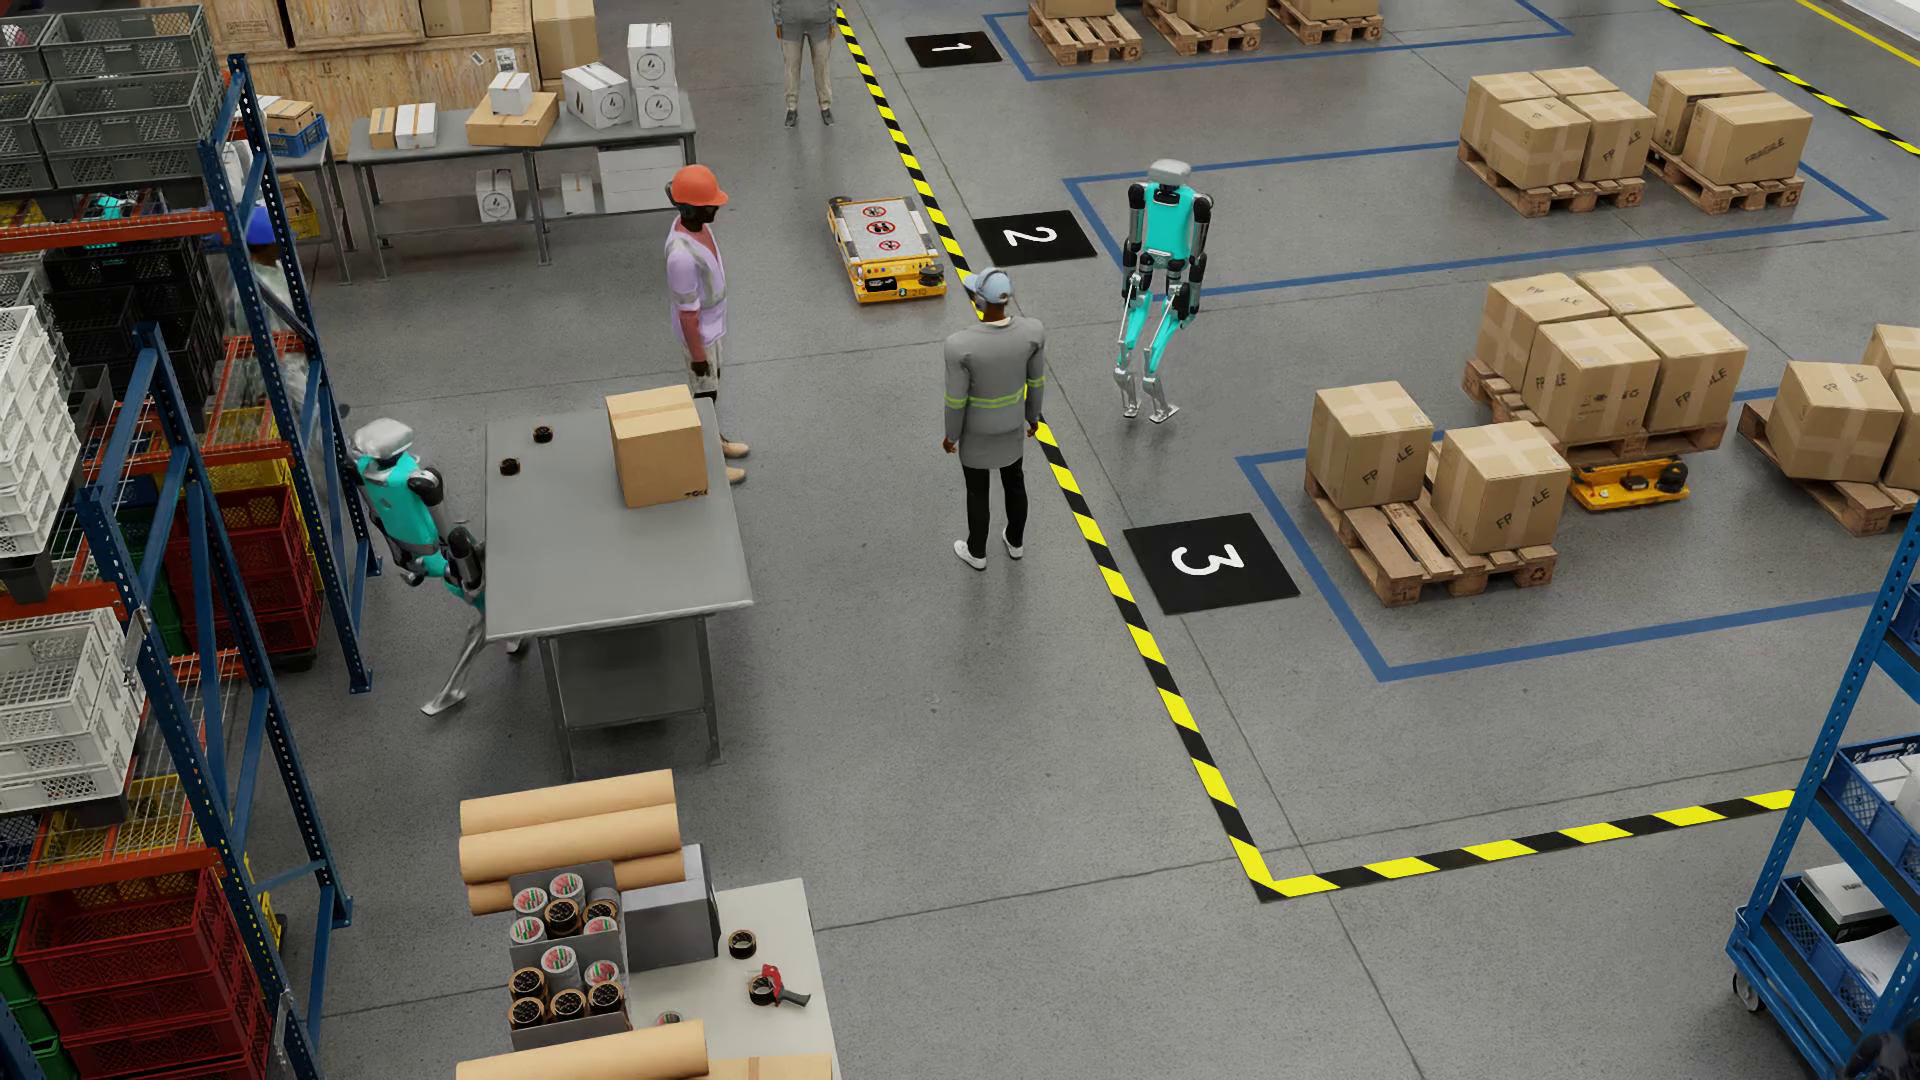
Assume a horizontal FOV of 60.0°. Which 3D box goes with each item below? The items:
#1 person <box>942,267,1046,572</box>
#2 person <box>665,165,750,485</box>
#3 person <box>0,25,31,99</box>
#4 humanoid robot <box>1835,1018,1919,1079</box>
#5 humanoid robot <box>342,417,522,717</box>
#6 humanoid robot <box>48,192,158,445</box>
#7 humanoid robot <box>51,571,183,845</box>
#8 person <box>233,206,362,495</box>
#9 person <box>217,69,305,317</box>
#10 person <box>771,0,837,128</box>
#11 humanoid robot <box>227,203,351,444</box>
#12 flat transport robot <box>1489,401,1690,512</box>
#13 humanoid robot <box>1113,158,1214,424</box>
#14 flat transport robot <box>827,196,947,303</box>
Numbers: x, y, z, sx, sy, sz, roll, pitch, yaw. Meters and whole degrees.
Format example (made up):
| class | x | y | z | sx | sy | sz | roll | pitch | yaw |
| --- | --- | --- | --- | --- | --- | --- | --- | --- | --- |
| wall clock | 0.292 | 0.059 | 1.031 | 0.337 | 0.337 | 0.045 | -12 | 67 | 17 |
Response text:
| class | x | y | z | sx | sy | sz | roll | pitch | yaw |
| --- | --- | --- | --- | --- | --- | --- | --- | --- | --- |
| person | 0.169 | -0.664 | 9.119 | 0.598 | 1.851 | 0.384 | -15 | 39 | -19 |
| person | -1.486 | -1.249 | 9.760 | 0.391 | 2.037 | 0.601 | 0 | 37 | 1 |
| person | -7.328 | -3.343 | 12.736 | 0.588 | 1.833 | 0.404 | -9 | 37 | -11 |
| humanoid robot | 2.976 | 2.142 | 5.507 | 0.630 | 1.641 | 0.601 | 3 | 37 | 4 |
| humanoid robot | -2.482 | 0.010 | 8.333 | 0.541 | 1.735 | 1.007 | 16 | 40 | 21 |
| humanoid robot | -5.084 | -1.314 | 10.003 | 0.534 | 1.695 | 0.730 | -5 | 37 | -6 |
| humanoid robot | -3.713 | 0.827 | 7.262 | 0.340 | 1.652 | 0.589 | -8 | 37 | -11 |
| person | -3.939 | -1.032 | 9.594 | 1.011 | 1.895 | 0.608 | -8 | 37 | -11 |
| person | -4.784 | -2.272 | 11.257 | 0.356 | 1.882 | 0.574 | 5 | 37 | 7 |
| person | -1.326 | -4.430 | 14.251 | 0.560 | 1.768 | 0.399 | -4 | 37 | -6 |
| humanoid robot | -4.266 | -1.266 | 10.125 | 0.601 | 1.615 | 0.821 | 31 | 46 | 34 |
| flat transport robot | 3.911 | -0.691 | 10.460 | 0.652 | 0.197 | 1.431 | -8 | 37 | -10 |
| humanoid robot | 1.152 | -1.443 | 10.155 | 0.533 | 1.672 | 0.735 | 18 | 40 | 22 |
| flat transport robot | -0.570 | -2.220 | 12.538 | 0.659 | 0.231 | 1.431 | -8 | 37 | -10 |
